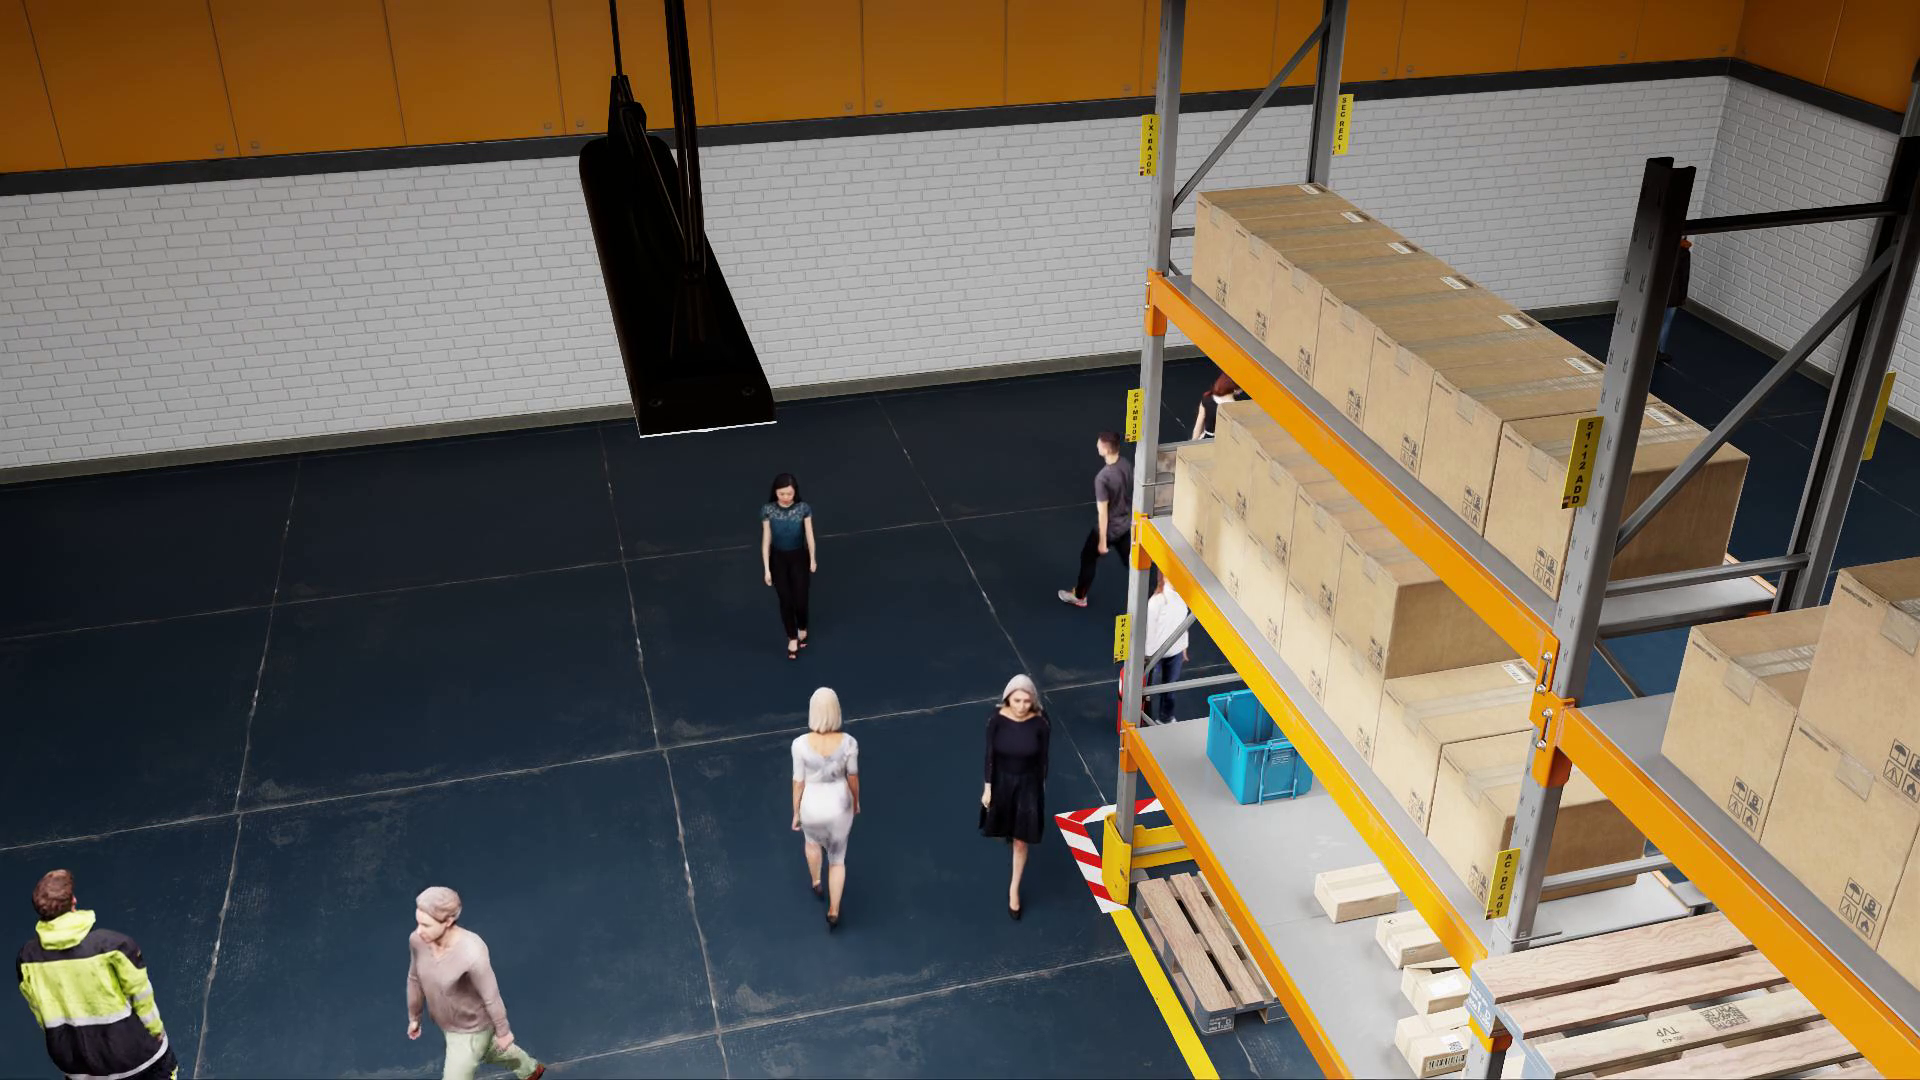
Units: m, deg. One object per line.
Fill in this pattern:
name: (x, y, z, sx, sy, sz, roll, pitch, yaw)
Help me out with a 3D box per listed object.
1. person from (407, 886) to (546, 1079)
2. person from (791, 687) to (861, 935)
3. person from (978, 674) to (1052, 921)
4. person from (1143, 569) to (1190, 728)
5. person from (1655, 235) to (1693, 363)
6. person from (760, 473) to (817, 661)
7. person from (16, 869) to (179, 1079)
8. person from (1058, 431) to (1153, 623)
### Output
person: (-2.577, 2.528, 8.861, 1.275, 1.840, 1.276, 18, 33, 29)
person: (-0.832, 1.740, 10.420, 0.659, 1.732, 0.795, -2, 29, -4)
person: (0.352, 1.583, 10.712, 0.790, 1.728, 0.997, 2, 29, 4)
person: (1.506, 0.800, 12.333, 0.612, 1.549, 0.599, -15, 32, -25)
person: (8.033, -2.832, 18.902, 0.782, 1.634, 0.675, -20, 34, -32)
person: (-1.379, 0.163, 13.330, 0.631, 1.712, 0.666, 0, 29, -1)
person: (-4.458, 2.590, 8.615, 0.809, 1.967, 0.713, -4, 29, -8)
person: (1.335, -0.049, 13.721, 1.294, 1.711, 1.138, 22, 35, 34)
